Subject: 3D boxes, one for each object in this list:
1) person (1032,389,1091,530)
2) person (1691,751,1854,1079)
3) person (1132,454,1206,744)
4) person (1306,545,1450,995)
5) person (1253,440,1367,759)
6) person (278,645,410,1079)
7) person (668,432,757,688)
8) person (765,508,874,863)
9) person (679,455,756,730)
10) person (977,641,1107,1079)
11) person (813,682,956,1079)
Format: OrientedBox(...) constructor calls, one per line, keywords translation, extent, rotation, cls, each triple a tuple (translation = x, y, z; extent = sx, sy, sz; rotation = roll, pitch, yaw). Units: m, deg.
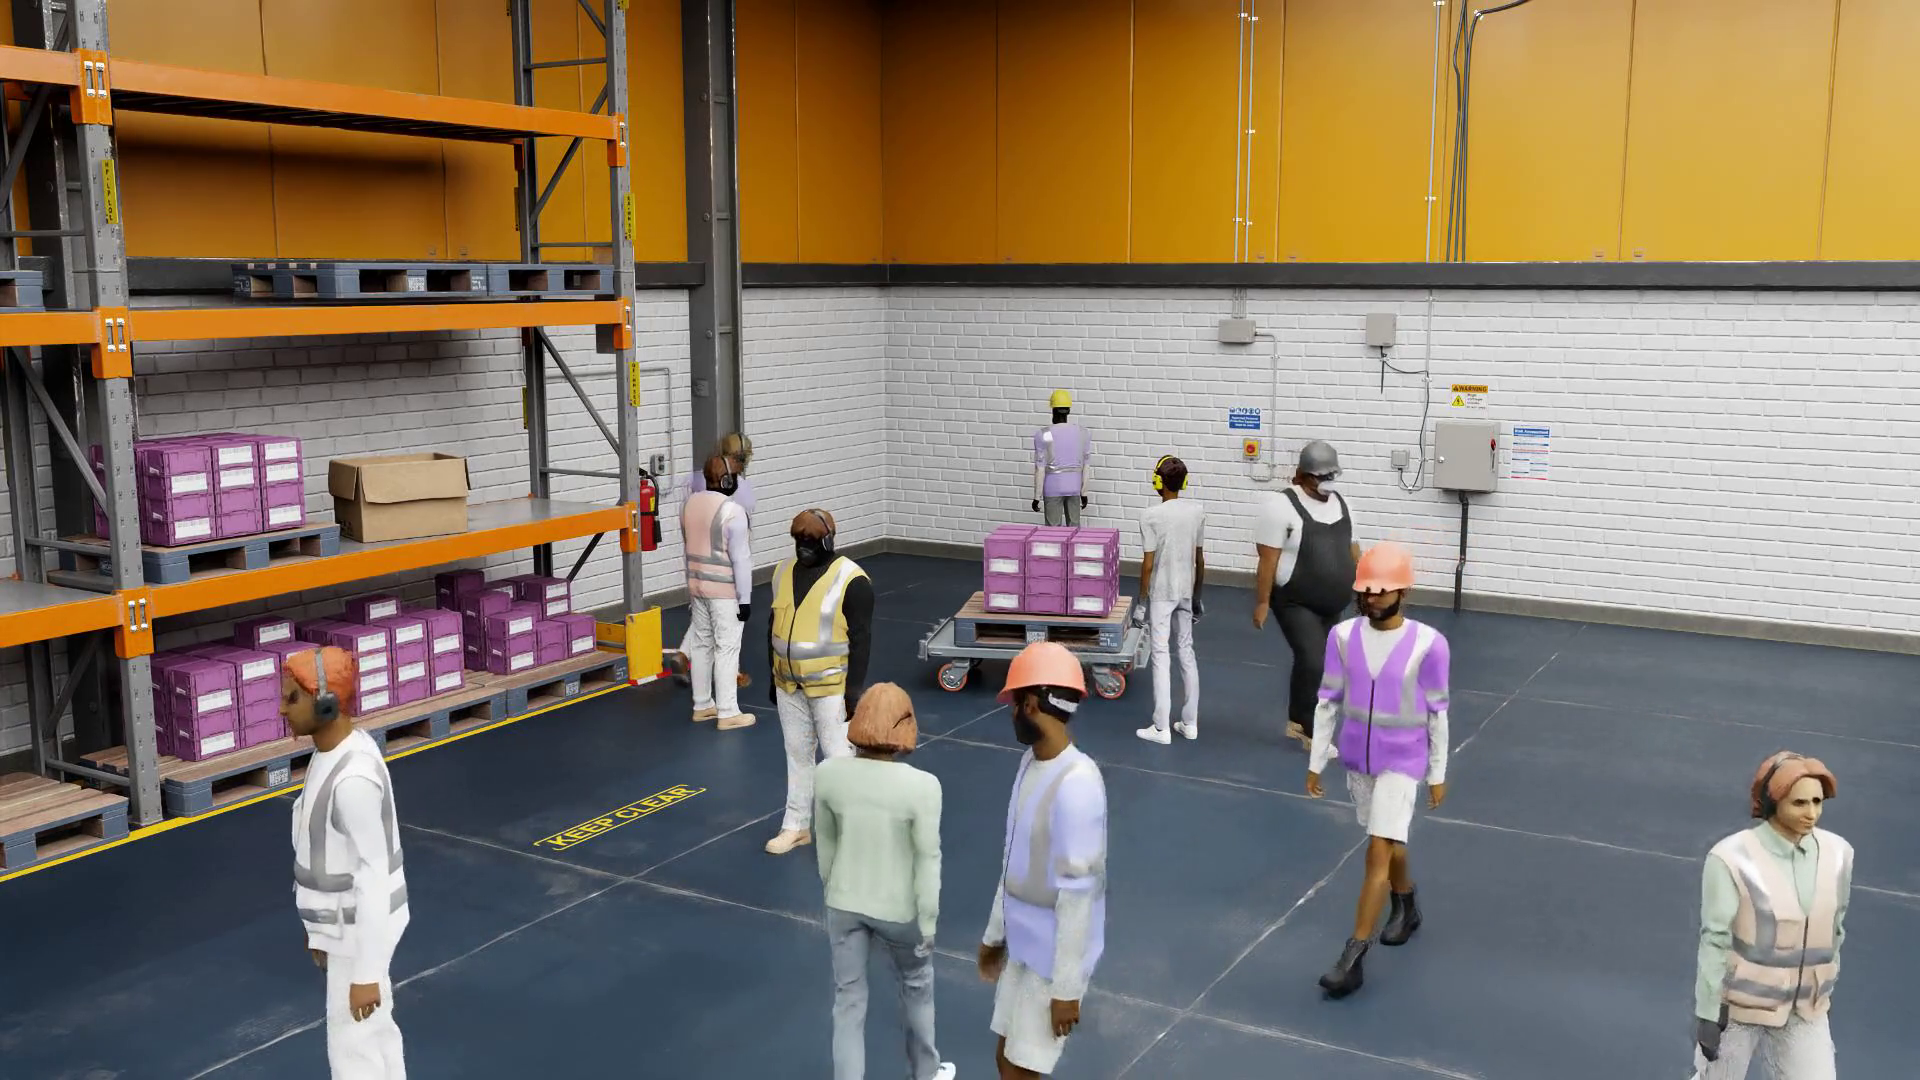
OrientedBox(translation=(0.964, -0.475, 15.936), extent=(0.586, 1.928, 0.369), rotation=(-3, 10, -20), cls="person")
OrientedBox(translation=(2.463, 1.414, 5.154), extent=(0.527, 1.605, 0.810), rotation=(-2, 9, -10), cls="person")
OrientedBox(translation=(1.350, 0.383, 10.764), extent=(0.521, 1.870, 0.319), rotation=(-5, 10, -26), cls="person")
OrientedBox(translation=(1.820, 0.945, 7.238), extent=(0.559, 1.886, 1.017), rotation=(7, 12, 38), cls="person")
OrientedBox(translation=(2.275, 0.345, 10.469), extent=(0.816, 2.000, 0.760), rotation=(-6, 11, -32), cls="person")
OrientedBox(translation=(-1.965, 1.256, 5.301), extent=(0.398, 1.883, 0.583), rotation=(-4, 10, -25), cls="person")
OrientedBox(translation=(-1.732, 0.182, 11.881), extent=(0.661, 1.913, 0.629), rotation=(7, 11, 37), cls="person")
OrientedBox(translation=(-0.752, 0.745, 8.600), extent=(0.625, 1.841, 0.429), rotation=(6, 11, 31), cls="person")
OrientedBox(translation=(-1.601, 0.345, 11.132), extent=(0.619, 1.836, 0.431), rotation=(8, 12, 42), cls="person")
OrientedBox(translation=(0.228, 1.271, 5.150), extent=(0.424, 1.891, 0.573), rotation=(-2, 9, -13), cls="person")
OrientedBox(translation=(-0.267, 1.285, 5.928), extent=(0.518, 1.602, 0.729), rotation=(3, 10, 19), cls="person")
